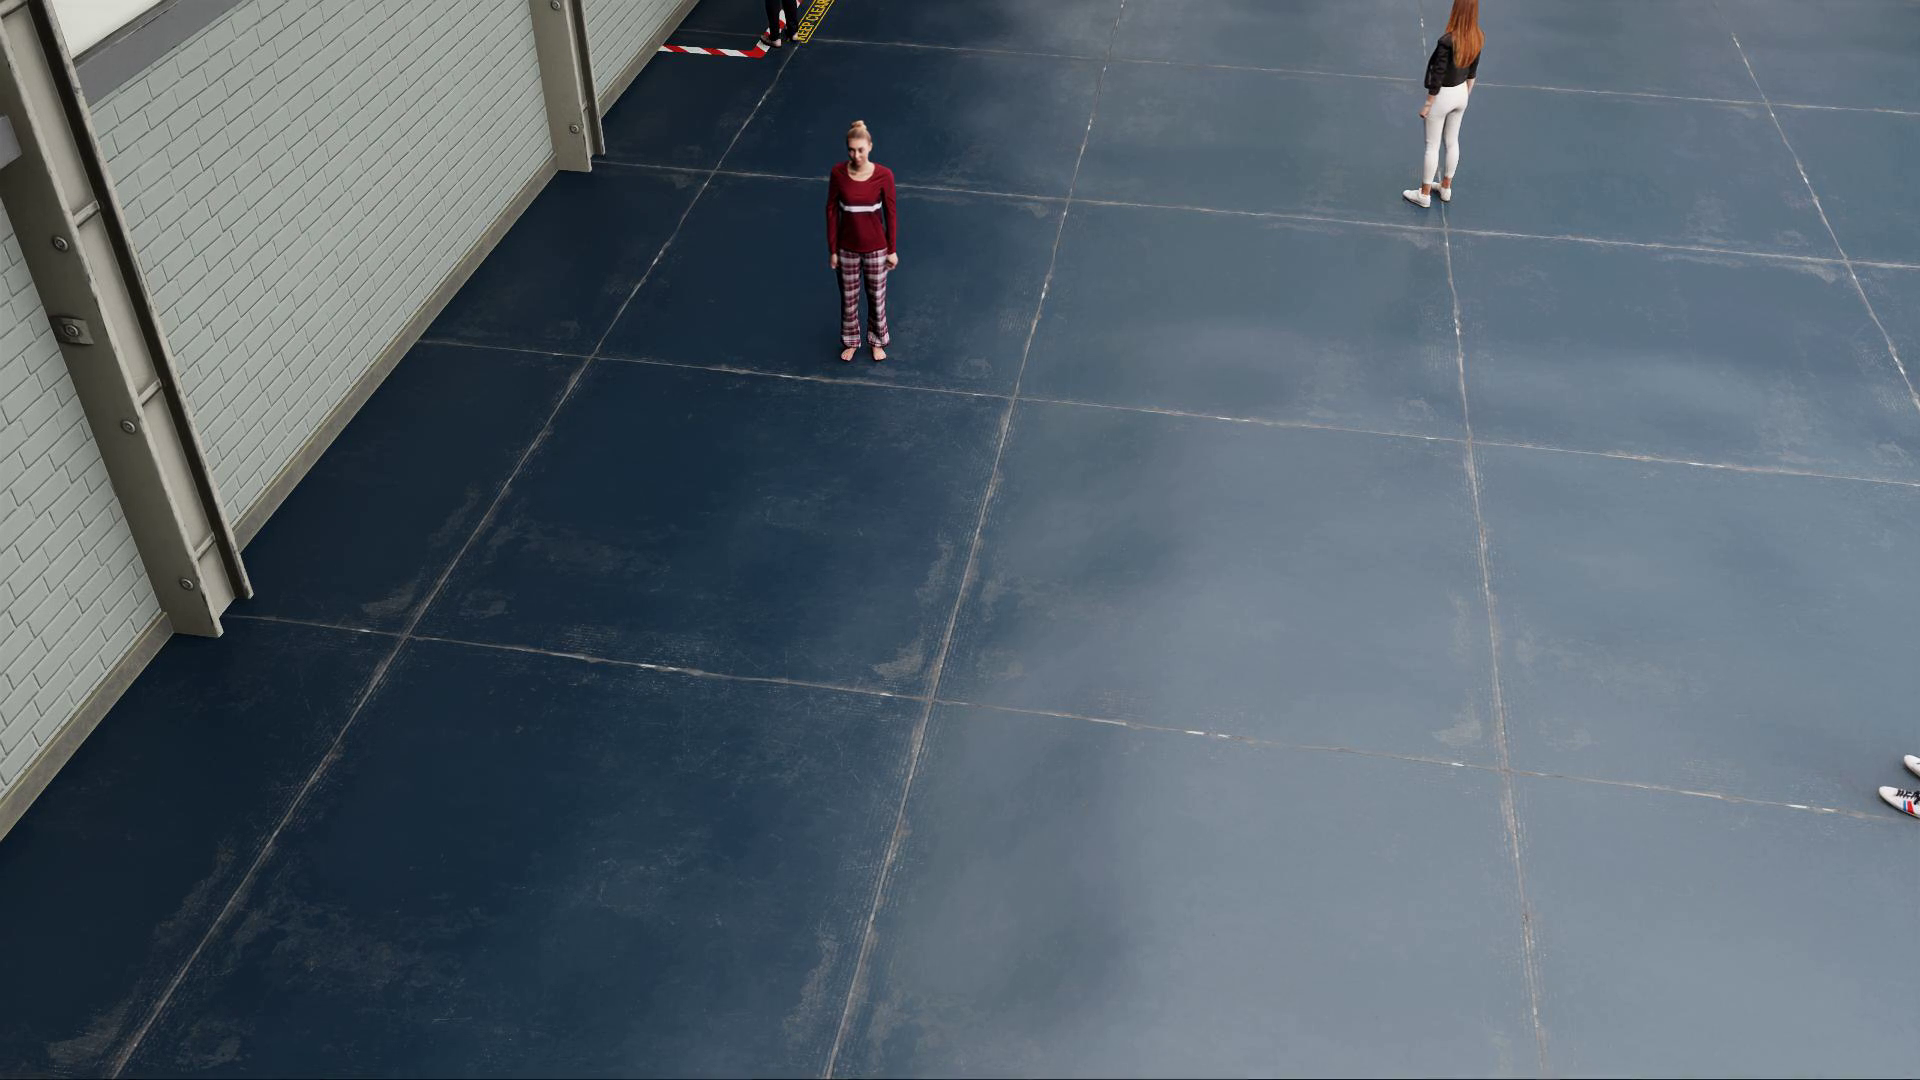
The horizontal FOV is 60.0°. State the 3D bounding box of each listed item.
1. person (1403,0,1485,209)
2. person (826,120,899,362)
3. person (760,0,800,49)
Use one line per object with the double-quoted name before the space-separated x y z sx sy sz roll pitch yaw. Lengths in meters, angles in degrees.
"person" 3.826 -3.456 13.046 0.684 1.704 0.713 -18 41 -21
"person" -0.659 -1.982 11.168 0.649 1.696 0.555 0 38 0
"person" -1.749 -5.487 15.714 0.755 1.616 0.824 -27 46 -30
